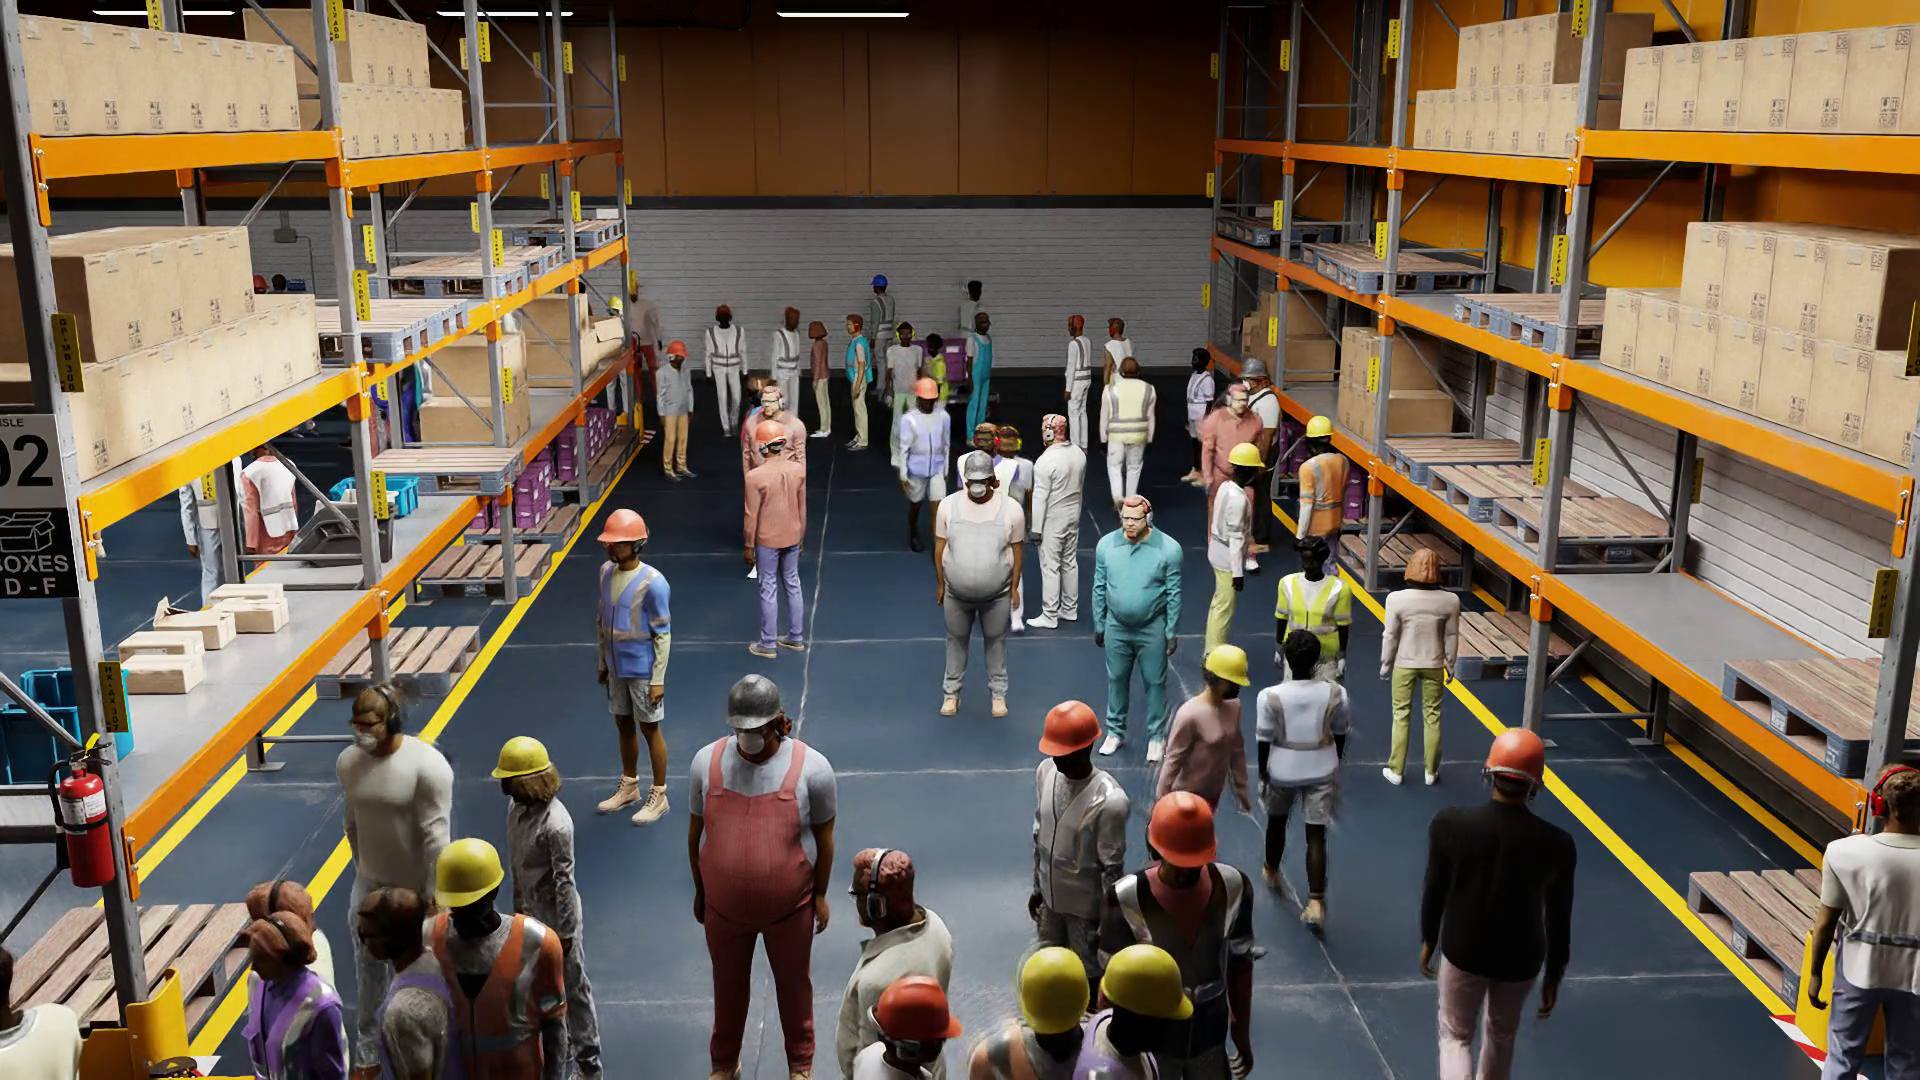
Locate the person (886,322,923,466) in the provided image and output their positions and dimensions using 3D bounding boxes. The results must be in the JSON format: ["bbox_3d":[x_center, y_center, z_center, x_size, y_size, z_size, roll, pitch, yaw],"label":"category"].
[{"bbox_3d":[-0.701,-1.893,21.493,0.518,1.870,0.323,-5,15,-18],"label":"person"}]

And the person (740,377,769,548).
[{"bbox_3d":[-2.041,-0.768,17.137,0.429,1.839,0.634,-7,16,-26],"label":"person"}]

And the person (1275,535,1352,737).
[{"bbox_3d":[2.402,0.777,11.382,0.539,1.687,0.320,8,16,28],"label":"person"}]

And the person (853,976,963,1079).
[{"bbox_3d":[-0.165,2.243,5.493,0.345,1.746,0.573,-4,15,-17],"label":"person"}]

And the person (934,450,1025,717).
[{"bbox_3d":[0.136,0.333,12.413,0.673,2.000,0.535,1,14,5],"label":"person"}]

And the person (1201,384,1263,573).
[{"bbox_3d":[2.705,-0.595,16.409,0.658,1.865,0.957,-2,14,-6],"label":"person"}]

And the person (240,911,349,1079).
[{"bbox_3d":[-2.437,2.127,6.186,0.519,1.631,0.319,10,17,34],"label":"person"}]

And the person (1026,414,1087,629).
[{"bbox_3d":[0.833,-0.168,14.665,0.399,1.900,0.644,11,18,38],"label":"person"}]

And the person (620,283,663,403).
[{"bbox_3d":[-4.979,-3.111,26.130,0.761,1.943,0.495,-2,14,-7],"label":"person"}]

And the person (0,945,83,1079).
[{"bbox_3d":[-3.030,2.184,5.414,0.394,1.910,0.579,2,14,7],"label":"person"}]

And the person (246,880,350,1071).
[{"bbox_3d":[-2.513,2.069,6.421,0.314,1.627,0.528,-2,15,-10],"label":"person"}]

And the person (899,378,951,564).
[{"bbox_3d":[-0.361,-0.723,16.876,0.564,1.889,1.006,-4,15,-16],"label":"person"}]

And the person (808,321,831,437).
[{"bbox_3d":[-1.977,-2.261,23.406,0.280,1.632,0.501,3,15,10],"label":"person"}]

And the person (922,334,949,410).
[{"bbox_3d":[-0.327,-1.896,21.876,0.330,1.687,0.555,-5,15,-19],"label":"person"}]

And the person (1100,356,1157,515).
[{"bbox_3d":[1.880,-1.142,18.628,0.633,1.826,0.538,0,14,-1],"label":"person"}]

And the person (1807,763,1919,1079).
[{"bbox_3d":[3.844,1.834,6.934,0.561,1.836,0.397,4,15,15],"label":"person"}]

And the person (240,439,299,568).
[{"bbox_3d":[-5.855,-0.050,14.190,0.401,1.908,0.597,4,15,15],"label":"person"}]

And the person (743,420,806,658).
[{"bbox_3d":[-1.550,-0.012,13.879,0.615,1.987,0.407,-14,20,-43],"label":"person"}]

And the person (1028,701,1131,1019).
[{"bbox_3d":[0.505,1.632,7.548,0.389,1.925,0.550,-11,18,-37],"label":"person"}]

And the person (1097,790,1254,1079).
[{"bbox_3d":[0.826,1.891,6.326,0.613,2.031,0.403,-3,15,-13],"label":"person"}]

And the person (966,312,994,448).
[{"bbox_3d":[0.273,-2.198,22.738,0.326,1.843,0.516,10,18,35],"label":"person"}]

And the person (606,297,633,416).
[{"bbox_3d":[-5.095,-2.698,24.749,0.595,1.827,0.403,4,15,17],"label":"person"}]

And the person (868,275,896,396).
[{"bbox_3d":[-1.264,-3.309,26.888,0.381,1.951,0.607,7,16,26],"label":"person"}]

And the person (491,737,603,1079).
[{"bbox_3d":[-1.909,1.715,7.605,0.360,1.736,0.488,-12,19,-40],"label":"person"}]

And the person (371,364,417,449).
[{"bbox_3d":[-6.972,-1.730,20.509,0.536,2.000,0.684,-3,15,-12],"label":"person"}]

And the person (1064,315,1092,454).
[{"bbox_3d":[1.554,-2.052,22.108,0.371,1.878,0.588,7,16,26],"label":"person"}]

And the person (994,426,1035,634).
[{"bbox_3d":[0.422,-0.105,14.583,0.493,1.805,0.976,0,14,0],"label":"person"}]

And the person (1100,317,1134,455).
[{"bbox_3d":[2.109,-2.029,22.104,0.406,1.833,0.563,14,20,43],"label":"person"}]

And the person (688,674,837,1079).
[{"bbox_3d":[-0.906,1.582,7.507,0.678,2.000,0.537,1,14,4],"label":"person"}]

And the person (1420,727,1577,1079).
[{"bbox_3d":[2.237,1.754,6.990,0.607,1.971,0.856,4,15,14],"label":"person"}]

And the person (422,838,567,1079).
[{"bbox_3d":[-1.736,1.991,6.131,0.588,1.927,0.370,0,14,0],"label":"person"}]

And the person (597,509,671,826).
[{"bbox_3d":[-2.093,0.800,10.566,0.607,2.048,0.370,11,18,36],"label":"person"}]

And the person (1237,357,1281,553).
[{"bbox_3d":[3.022,-0.894,17.230,0.537,2.000,0.683,-2,14,-9],"label":"person"}]

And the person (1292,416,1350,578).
[{"bbox_3d":[3.105,-0.119,14.420,0.589,1.924,0.384,-12,18,-38],"label":"person"}]

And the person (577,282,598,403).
[{"bbox_3d":[-5.889,-3.100,26.135,0.371,1.916,0.597,-5,15,-19],"label":"person"}]

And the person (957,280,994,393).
[{"bbox_3d":[0.150,-3.159,26.393,0.615,1.916,1.037,12,19,39],"label":"person"}]

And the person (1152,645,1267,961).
[{"bbox_3d":[1.364,1.389,8.913,0.895,1.704,0.558,13,19,42],"label":"person"}]

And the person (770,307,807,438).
[{"bbox_3d":[-2.454,-2.336,23.241,0.556,1.866,0.601,8,16,29],"label":"person"}]

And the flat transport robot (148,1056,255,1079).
[{"bbox_3d":[-3.314,2.624,6.948,0.652,0.197,1.431,0,14,-2],"label":"flat transport robot"}]

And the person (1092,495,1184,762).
[{"bbox_3d":[1.221,0.609,11.621,0.645,1.900,0.399,5,15,20],"label":"person"}]

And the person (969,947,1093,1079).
[{"bbox_3d":[0.301,2.155,5.563,0.600,1.897,0.779,-2,14,-8],"label":"person"}]

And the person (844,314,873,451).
[{"bbox_3d":[-1.373,-2.128,22.459,0.389,1.846,0.567,-3,15,-10],"label":"person"}]

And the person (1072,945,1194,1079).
[{"bbox_3d":[0.531,2.186,5.403,0.399,1.912,0.592,2,14,8],"label":"person"}]

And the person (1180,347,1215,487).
[{"bbox_3d":[2.920,-1.504,20.308,0.316,1.696,0.540,-4,15,-15],"label":"person"}]

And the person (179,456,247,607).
[{"bbox_3d":[-6.410,-0.089,14.342,0.402,1.908,0.598,9,17,31],"label":"person"}]

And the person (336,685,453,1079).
[{"bbox_3d":[-2.615,1.564,7.855,0.628,1.908,0.975,4,15,15],"label":"person"}]

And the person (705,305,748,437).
[{"bbox_3d":[-3.269,-2.360,23.318,0.610,1.864,0.445,-3,15,-12],"label":"person"}]

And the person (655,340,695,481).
[{"bbox_3d":[-3.509,-1.610,20.636,0.364,1.741,0.590,10,17,34],"label":"person"}]

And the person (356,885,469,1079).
[{"bbox_3d":[-1.888,2.076,6.068,0.975,1.803,0.516,1,14,3],"label":"person"}]

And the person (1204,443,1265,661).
[{"bbox_3d":[2.199,0.163,13.353,0.441,1.912,0.597,1,14,4],"label":"person"}]

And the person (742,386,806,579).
[{"bbox_3d":[-1.813,-0.548,16.136,0.638,1.911,0.406,3,15,12],"label":"person"}]

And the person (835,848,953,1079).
[{"bbox_3d":[-0.253,2.022,6.083,0.400,1.895,0.651,4,15,15],"label":"person"}]

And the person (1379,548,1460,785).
[{"bbox_3d":[3.077,0.855,11.173,0.507,1.632,0.273,1,14,3],"label":"person"}]

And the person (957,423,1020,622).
[{"bbox_3d":[0.247,-0.133,14.629,0.564,1.846,0.393,3,15,13],"label":"person"}]

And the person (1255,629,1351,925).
[{"bbox_3d":[1.918,1.306,9.351,0.536,1.659,0.822,1,14,4],"label":"person"}]
